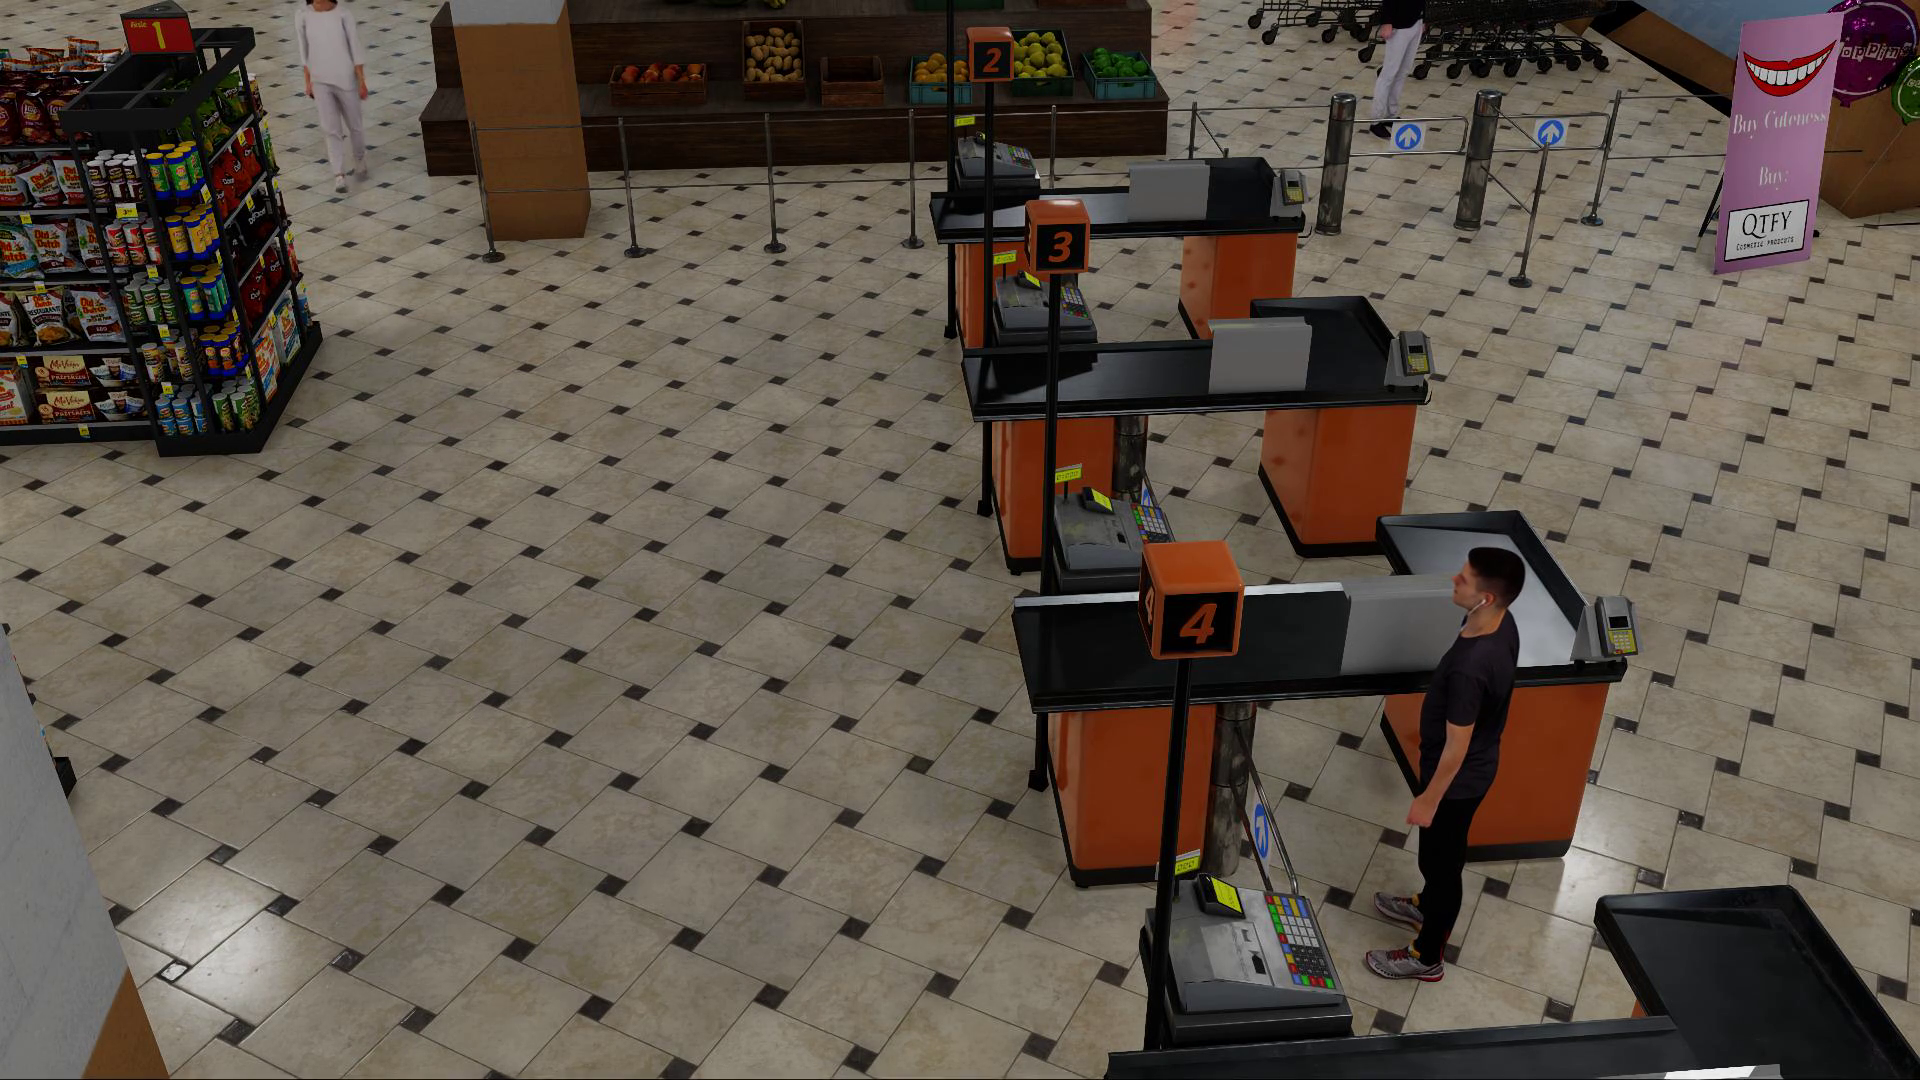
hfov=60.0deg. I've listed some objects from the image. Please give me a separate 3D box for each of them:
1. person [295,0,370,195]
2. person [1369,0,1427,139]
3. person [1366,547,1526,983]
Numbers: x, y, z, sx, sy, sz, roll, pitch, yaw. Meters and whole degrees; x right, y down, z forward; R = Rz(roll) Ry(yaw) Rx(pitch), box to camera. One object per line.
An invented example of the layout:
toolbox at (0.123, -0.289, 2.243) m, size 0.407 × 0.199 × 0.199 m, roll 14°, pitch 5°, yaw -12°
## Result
person at (-4.792, -3.544, 12.800) m, size 1.050 × 1.644 × 0.819 m, roll -8°, pitch 33°, yaw -12°
person at (3.693, -4.308, 13.842) m, size 0.683 × 1.841 × 0.800 m, roll -23°, pitch 38°, yaw -32°
person at (1.703, 0.779, 5.738) m, size 0.691 × 1.764 × 0.709 m, roll 10°, pitch 33°, yaw 16°
